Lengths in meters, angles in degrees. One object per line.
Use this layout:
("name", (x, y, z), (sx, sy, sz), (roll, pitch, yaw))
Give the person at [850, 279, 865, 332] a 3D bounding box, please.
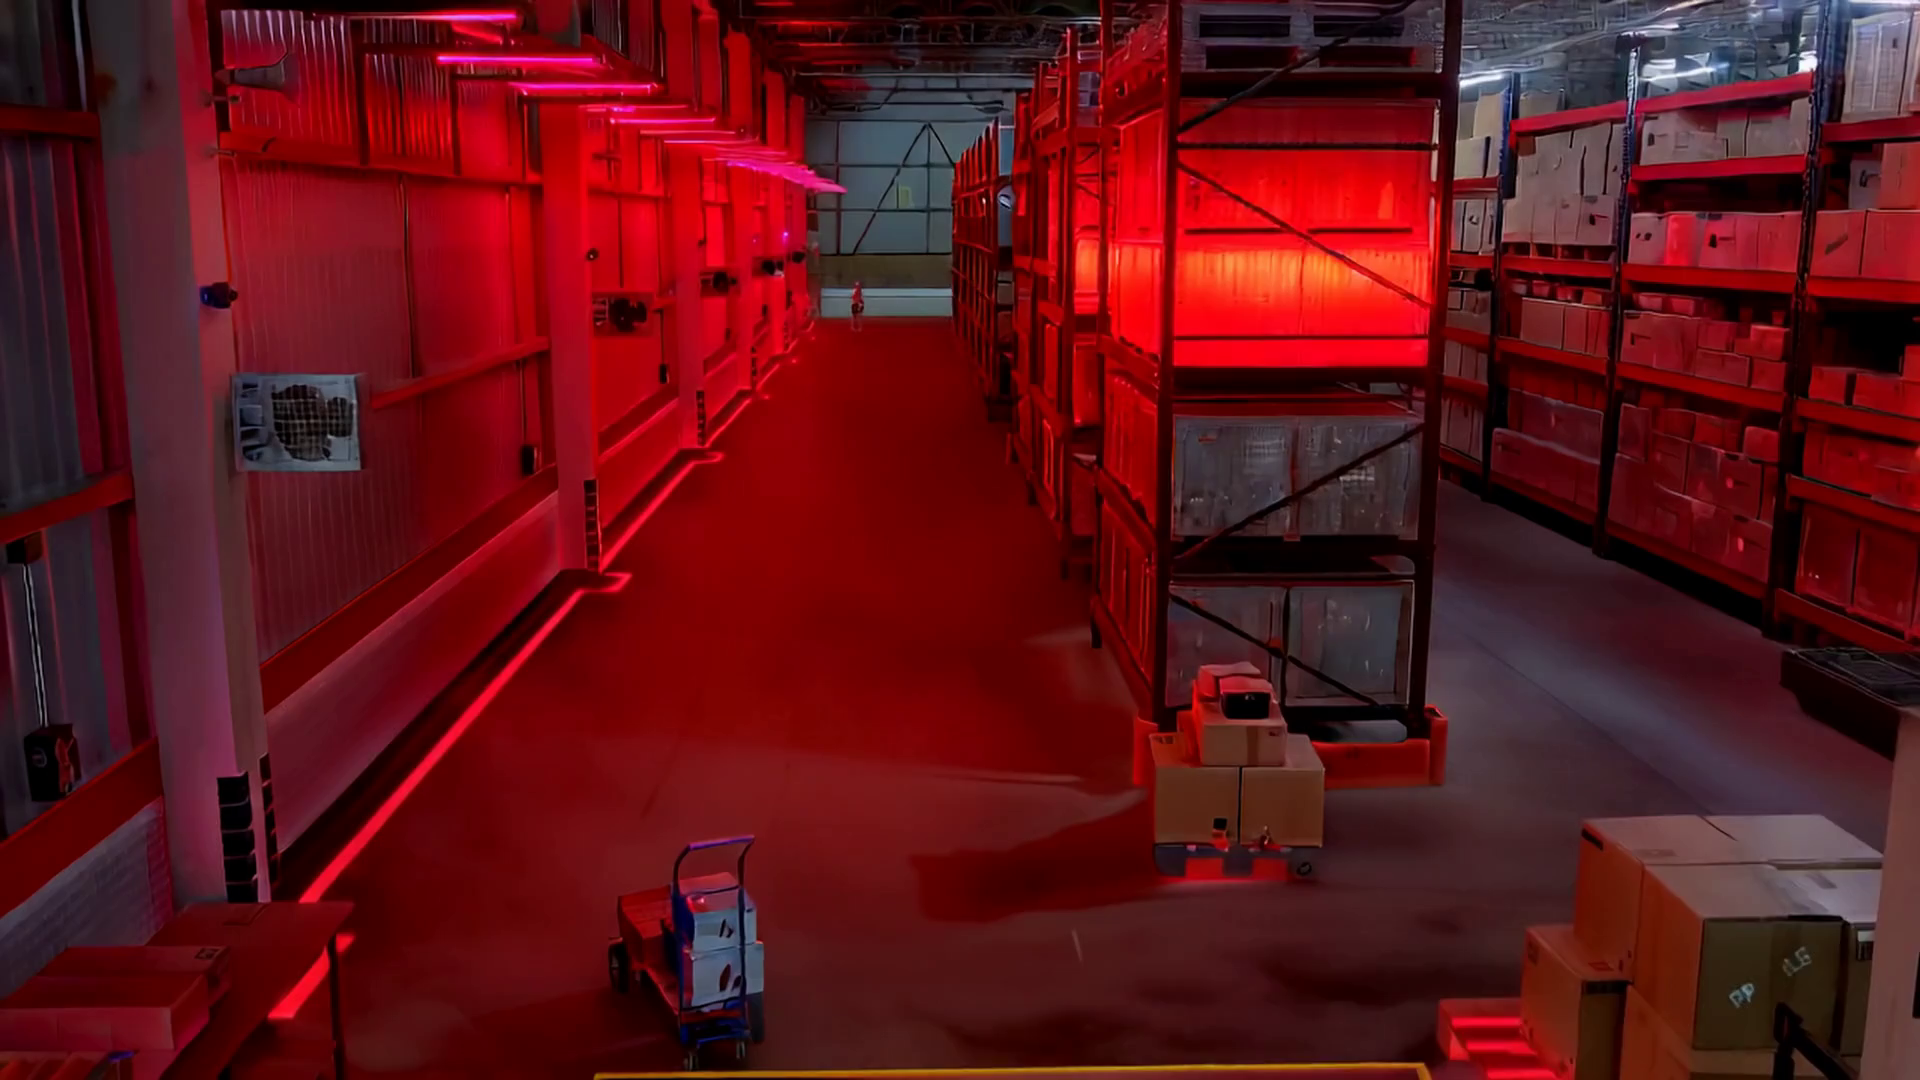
("person", (-3.752, -8.577, 60.945), (0.543, 1.932, 0.376), (8, 13, 35))
